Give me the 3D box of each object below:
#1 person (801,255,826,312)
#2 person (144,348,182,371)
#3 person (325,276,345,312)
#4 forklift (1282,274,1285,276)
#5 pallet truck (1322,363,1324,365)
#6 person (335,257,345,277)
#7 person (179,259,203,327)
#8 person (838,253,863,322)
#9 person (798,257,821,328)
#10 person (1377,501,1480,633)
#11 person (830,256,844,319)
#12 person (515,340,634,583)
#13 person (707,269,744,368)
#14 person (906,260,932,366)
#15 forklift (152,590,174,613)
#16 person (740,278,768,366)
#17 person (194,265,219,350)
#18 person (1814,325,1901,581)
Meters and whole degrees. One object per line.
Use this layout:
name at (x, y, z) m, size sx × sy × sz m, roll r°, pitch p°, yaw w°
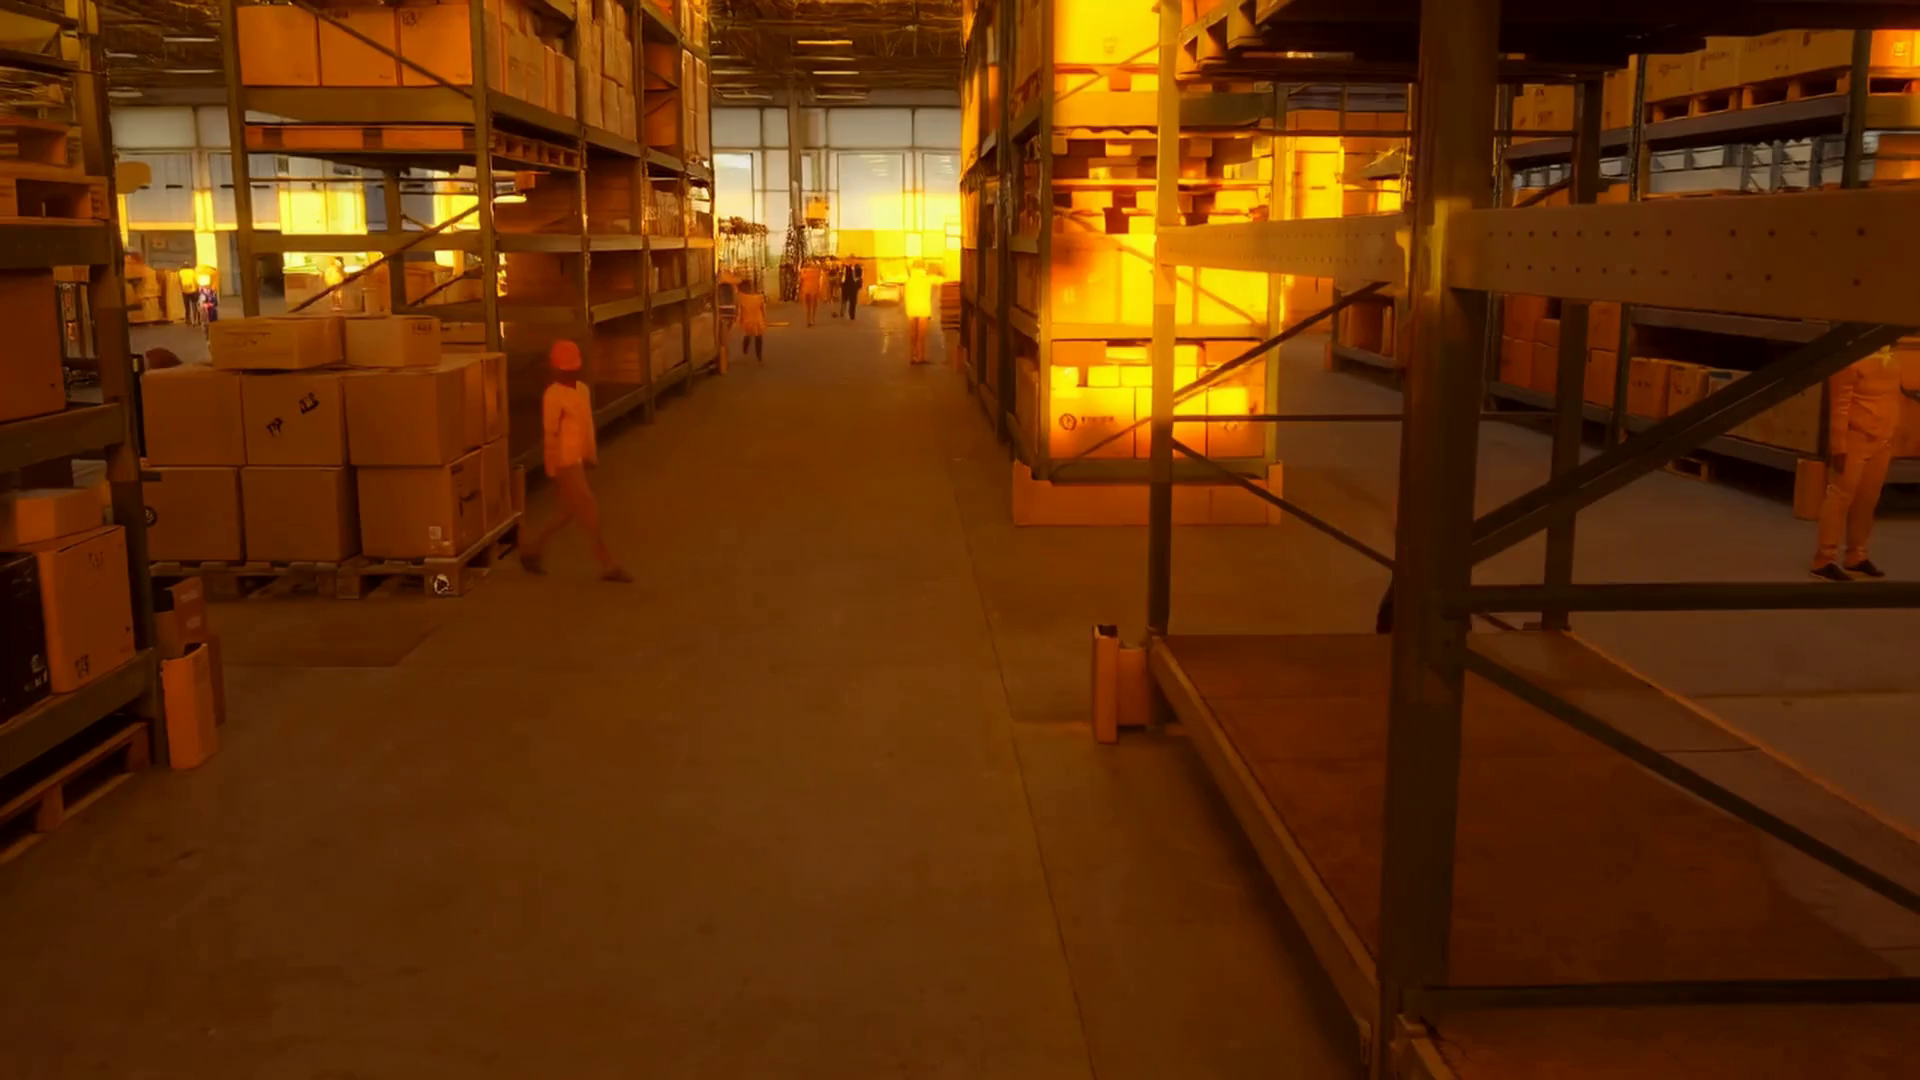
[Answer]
person at (-4.917, -8.598, 55.757) m, size 0.817 × 1.904 × 0.591 m, roll 1°, pitch 10°, yaw 4°
person at (-5.669, -0.609, 12.126) m, size 0.886 × 1.587 × 0.523 m, roll -1°, pitch 10°, yaw -4°
person at (-13.072, -4.725, 34.915) m, size 0.607 × 1.619 × 0.522 m, roll 6°, pitch 12°, yaw 29°
forklift at (12.240, -10.302, 62.509) m, size 1.129 × 2.768 × 1.873 m, roll 0°, pitch 10°, yaw -2°
pallet truck at (7.712, -4.157, 30.737) m, size 1.885 × 1.965 × 0.823 m, roll 3°, pitch 11°, yaw 16°
person at (-19.779, -8.131, 53.256) m, size 0.385 × 1.859 × 0.548 m, roll -2°, pitch 10°, yaw -9°
person at (-21.252, -6.829, 45.998) m, size 0.599 × 1.877 × 0.991 m, roll -2°, pitch 10°, yaw -13°
person at (-3.190, -7.414, 48.765) m, size 0.704 × 2.000 × 0.900 m, roll 1°, pitch 10°, yaw 3°
person at (-4.128, -6.790, 45.628) m, size 0.639 × 1.917 × 0.554 m, roll -2°, pitch 10°, yaw -13°
person at (2.638, -0.090, 9.002) m, size 0.812 × 1.661 × 0.545 m, roll 5°, pitch 11°, yaw 24°
person at (-3.656, -7.684, 50.682) m, size 0.677 × 1.911 × 0.498 m, roll 6°, pitch 12°, yaw 29°
person at (-2.725, -0.547, 11.493) m, size 0.918 × 1.696 × 0.566 m, roll 3°, pitch 11°, yaw 14°
person at (-4.433, -4.144, 31.097) m, size 0.676 × 1.825 × 1.008 m, roll -4°, pitch 11°, yaw -22°
person at (-0.767, -4.295, 31.505) m, size 0.376 × 1.997 × 0.612 m, roll 9°, pitch 13°, yaw 40°
forklift at (-5.858, -0.811, 9.639) m, size 1.873 × 2.768 × 1.129 m, roll -1°, pitch 10°, yaw -3°
person at (-3.923, -4.102, 31.369) m, size 0.559 × 1.676 × 0.346 m, roll -8°, pitch 13°, yaw -37°
person at (-13.199, -3.845, 29.170) m, size 0.359 × 1.938 × 0.545 m, roll -3°, pitch 11°, yaw -18°
person at (6.275, -0.658, 11.539) m, size 0.648 × 1.900 × 0.401 m, roll -6°, pitch 12°, yaw -28°
